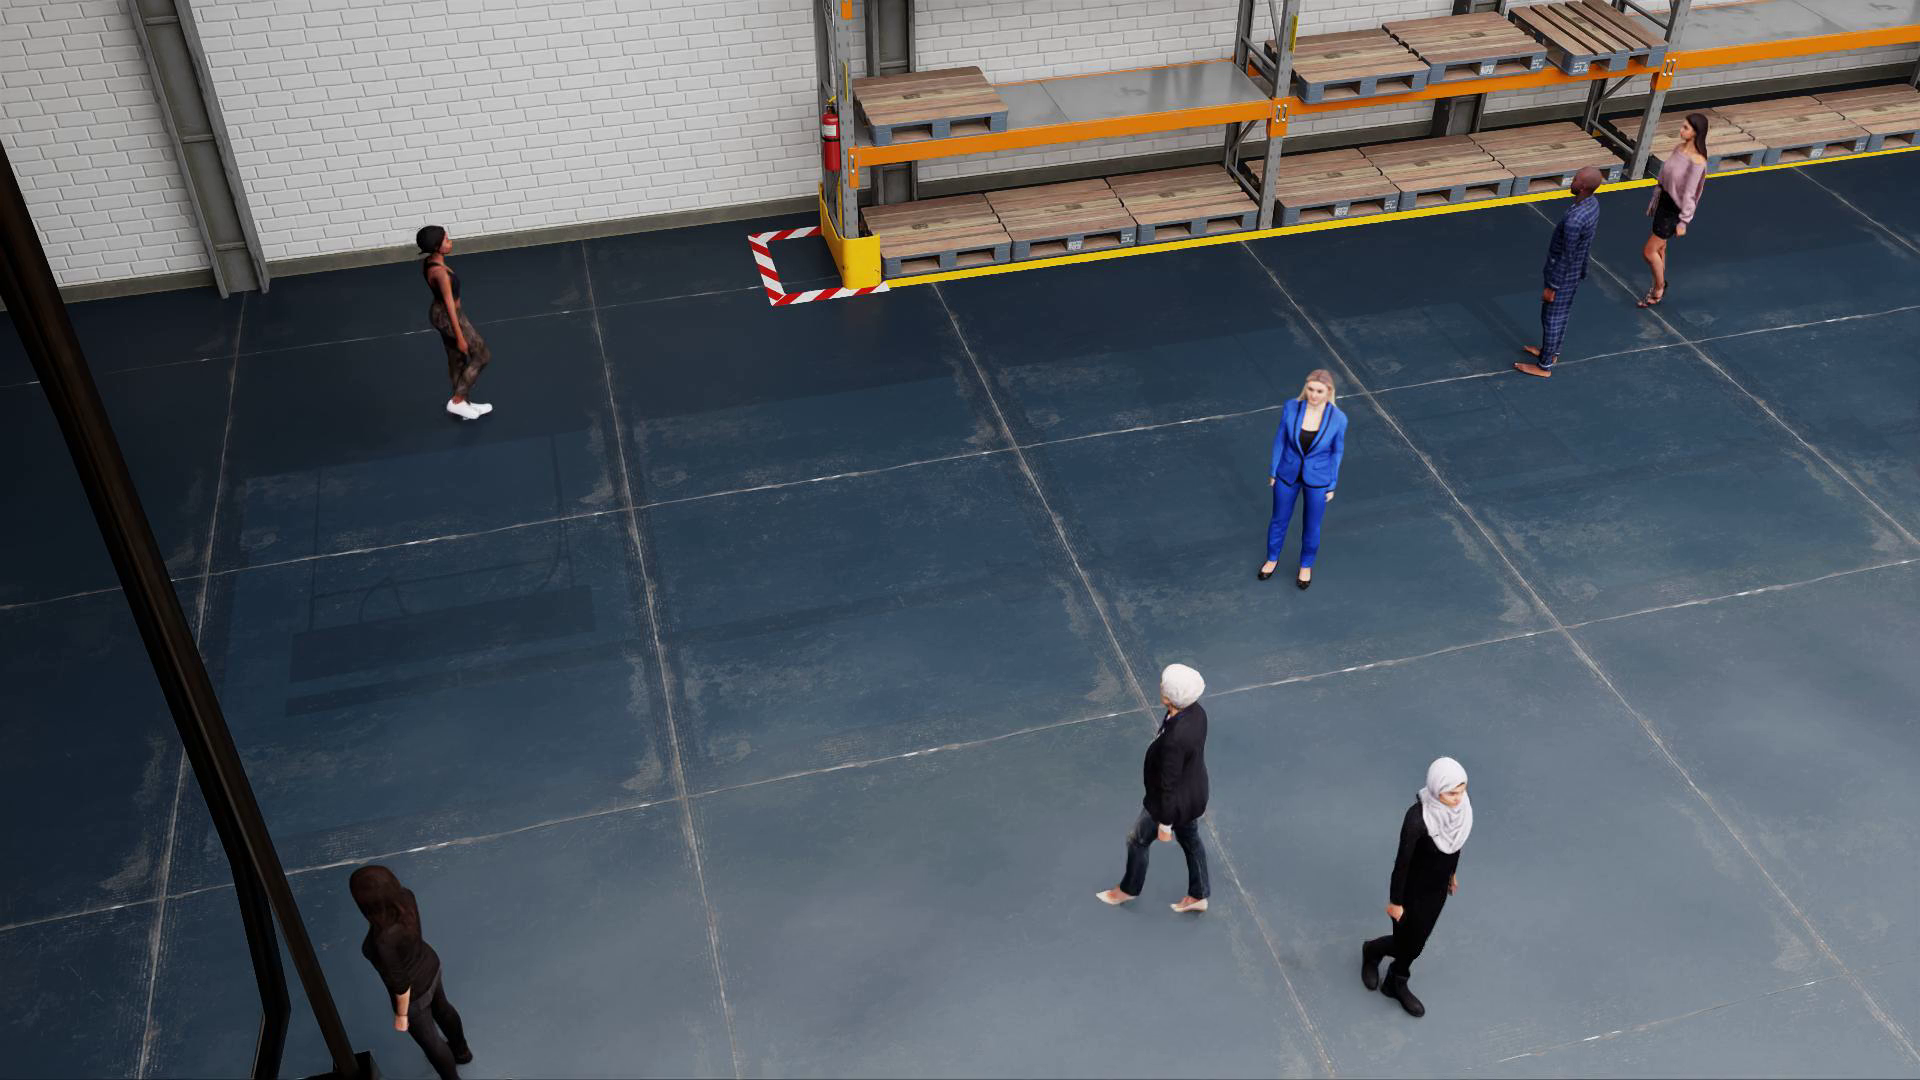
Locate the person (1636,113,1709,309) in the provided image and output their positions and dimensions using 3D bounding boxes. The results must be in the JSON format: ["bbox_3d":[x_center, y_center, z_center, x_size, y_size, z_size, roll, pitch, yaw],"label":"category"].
[{"bbox_3d":[6.121,-2.756,14.122,0.660,1.801,0.688,-3,39,-4],"label":"person"}]

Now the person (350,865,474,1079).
[{"bbox_3d":[-2.651,2.152,8.105,0.590,1.640,0.637,0,39,0],"label":"person"}]

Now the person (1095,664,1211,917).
[{"bbox_3d":[1.259,1.449,8.967,0.996,1.769,1.019,18,42,21],"label":"person"}]

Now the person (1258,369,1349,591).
[{"bbox_3d":[2.337,-0.428,11.287,0.672,1.700,0.760,14,41,17],"label":"person"}]

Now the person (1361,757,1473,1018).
[{"bbox_3d":[2.331,1.751,8.498,0.717,1.776,0.778,-21,43,-24],"label":"person"}]

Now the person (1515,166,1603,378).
[{"bbox_3d":[4.865,-2.167,13.369,0.819,1.819,0.757,20,43,24],"label":"person"}]

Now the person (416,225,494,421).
[{"bbox_3d":[-3.991,-1.625,12.794,0.710,1.690,0.664,-19,42,-22],"label":"person"}]
